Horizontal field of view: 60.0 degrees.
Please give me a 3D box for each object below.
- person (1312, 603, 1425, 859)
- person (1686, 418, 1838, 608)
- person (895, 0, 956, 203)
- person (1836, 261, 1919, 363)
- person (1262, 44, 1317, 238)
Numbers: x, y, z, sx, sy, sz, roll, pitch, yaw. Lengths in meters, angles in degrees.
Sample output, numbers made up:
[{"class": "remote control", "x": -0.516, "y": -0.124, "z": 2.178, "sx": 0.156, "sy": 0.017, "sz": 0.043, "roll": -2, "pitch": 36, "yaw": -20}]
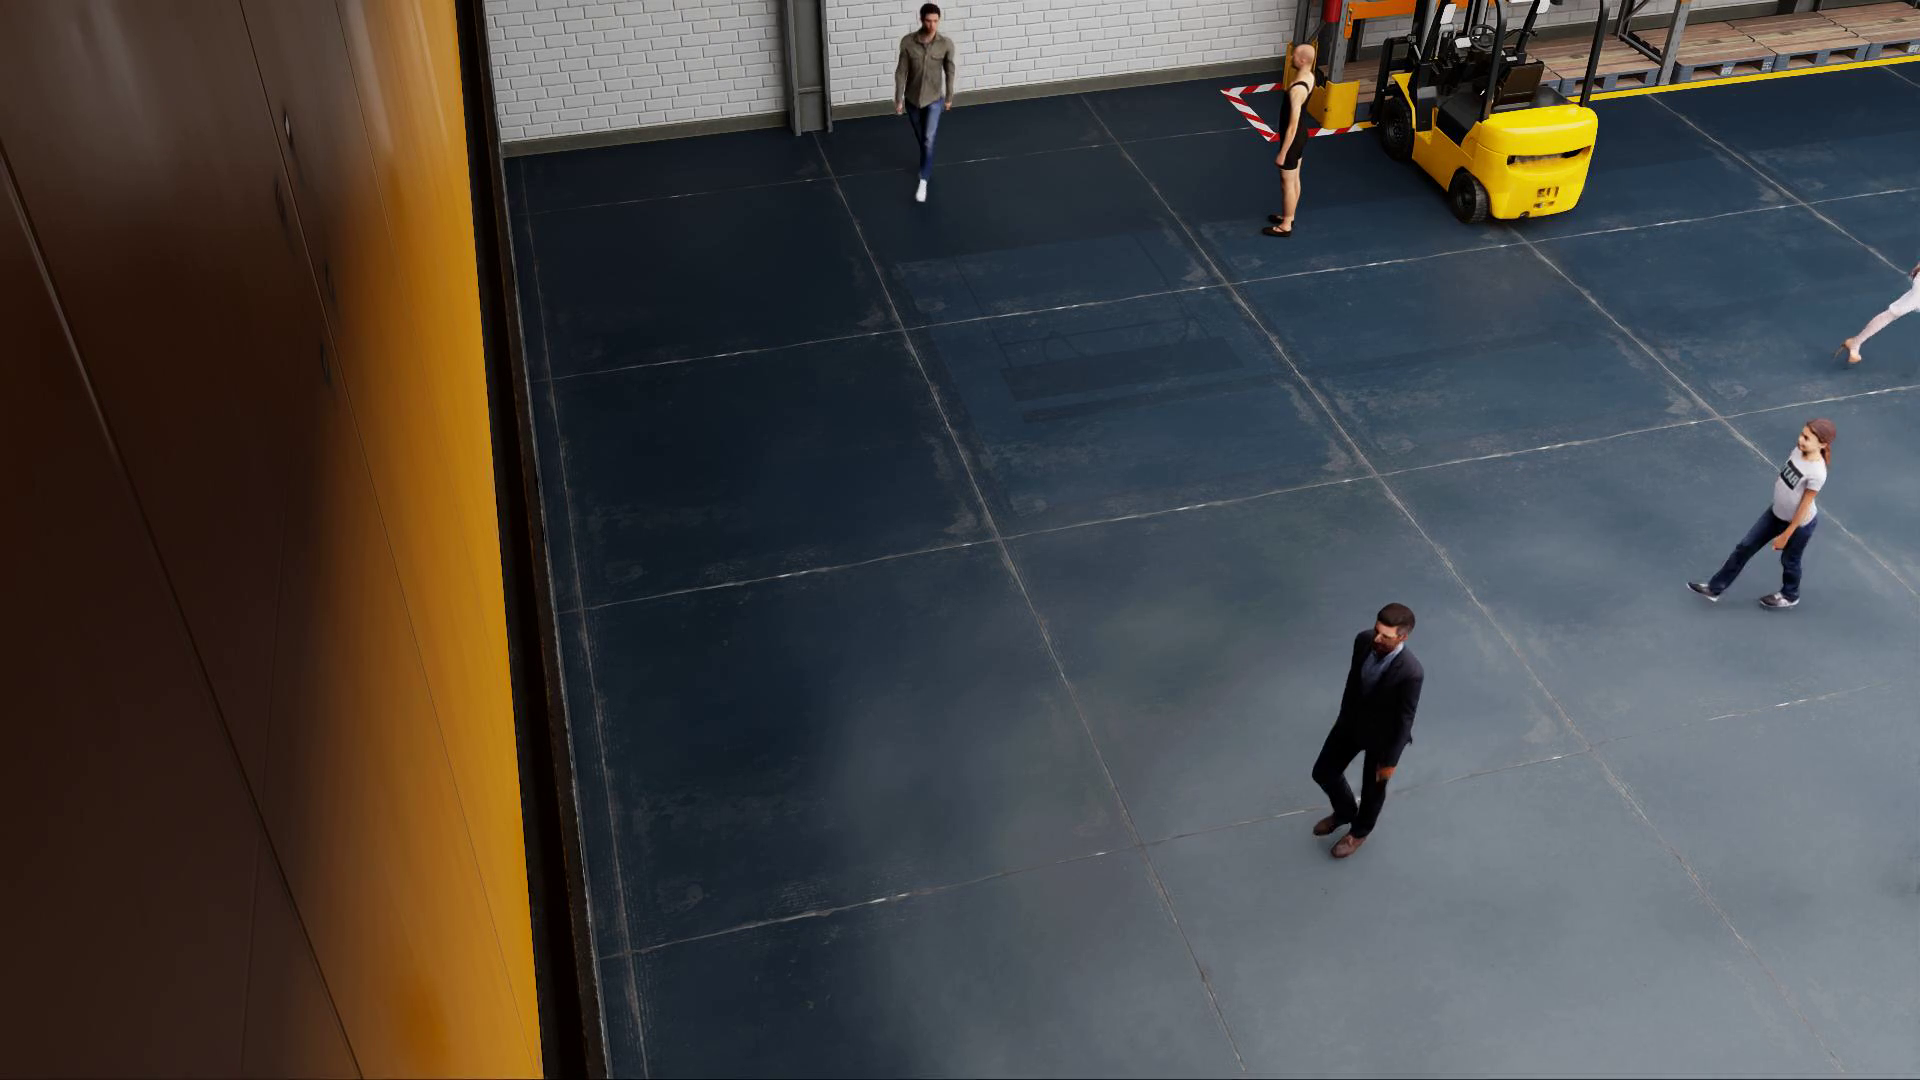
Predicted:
[{"class": "person", "x": 2.352, "y": 1.039, "z": 9.284, "sx": 0.770, "sy": 1.854, "sz": 0.760, "roll": -23, "pitch": 44, "yaw": -26}, {"class": "person", "x": 5.564, "y": -0.139, "z": 11.023, "sx": 1.059, "sy": 1.522, "sz": 0.675, "roll": -3, "pitch": 39, "yaw": -4}, {"class": "person", "x": -0.336, "y": -4.262, "z": 15.945, "sx": 1.243, "sy": 1.824, "sz": 1.090, "roll": 6, "pitch": 39, "yaw": 7}, {"class": "person", "x": 7.610, "y": -2.062, "z": 13.258, "sx": 1.185, "sy": 1.739, "sz": 0.964, "roll": 10, "pitch": 40, "yaw": 12}, {"class": "person", "x": 3.047, "y": -3.645, "z": 15.179, "sx": 0.731, "sy": 1.816, "sz": 0.714, "roll": 14, "pitch": 41, "yaw": 17}]
